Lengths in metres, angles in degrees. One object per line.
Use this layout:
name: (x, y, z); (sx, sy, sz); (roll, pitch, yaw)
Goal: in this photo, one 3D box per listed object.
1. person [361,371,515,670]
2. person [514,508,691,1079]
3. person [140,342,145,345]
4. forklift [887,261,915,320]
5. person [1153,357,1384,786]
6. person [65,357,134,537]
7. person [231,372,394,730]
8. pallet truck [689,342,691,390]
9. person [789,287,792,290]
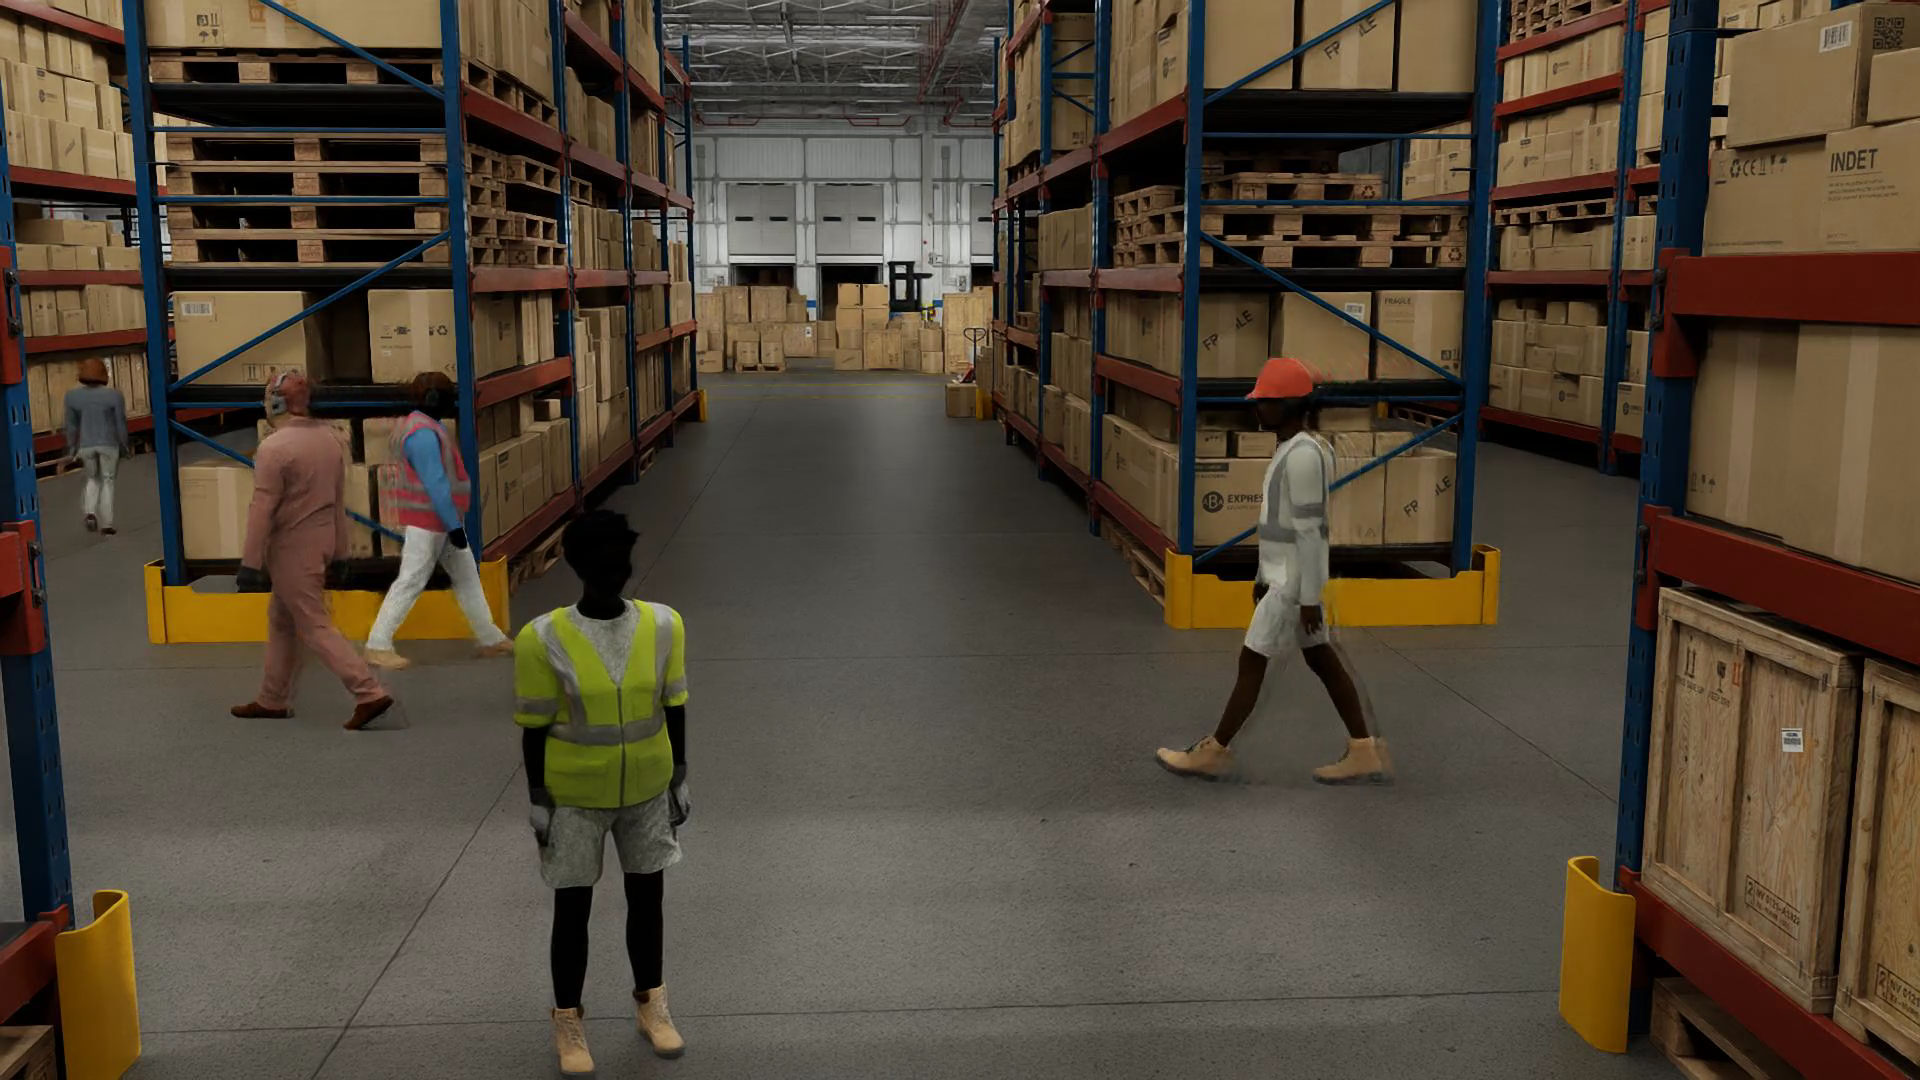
person: (-3.175, -0.117, 10.020); (0.966, 1.794, 0.642); (-2, 9, -10)
person: (-1.040, 0.739, 4.918); (0.530, 1.690, 0.318); (-5, 10, -29)
person: (-23.421, -6.077, 47.408); (0.526, 1.794, 0.980); (-5, 10, -29)
forklift: (-1.975, -7.949, 55.744); (1.129, 2.768, 1.873); (7, 11, 37)
person: (1.485, 0.158, 7.641); (1.073, 1.985, 0.630); (2, 9, 10)
person: (-7.750, -0.835, 15.012); (0.510, 1.618, 0.358); (-1, 9, -7)
person: (-3.406, 0.058, 8.648); (0.937, 1.869, 0.647); (1, 9, 3)
pallet truck: (-5.225, -3.008, 27.480); (1.885, 1.965, 0.823); (2, 9, 14)
person: (-5.977, -7.933, 58.595); (0.545, 1.938, 0.355); (-4, 10, -25)
